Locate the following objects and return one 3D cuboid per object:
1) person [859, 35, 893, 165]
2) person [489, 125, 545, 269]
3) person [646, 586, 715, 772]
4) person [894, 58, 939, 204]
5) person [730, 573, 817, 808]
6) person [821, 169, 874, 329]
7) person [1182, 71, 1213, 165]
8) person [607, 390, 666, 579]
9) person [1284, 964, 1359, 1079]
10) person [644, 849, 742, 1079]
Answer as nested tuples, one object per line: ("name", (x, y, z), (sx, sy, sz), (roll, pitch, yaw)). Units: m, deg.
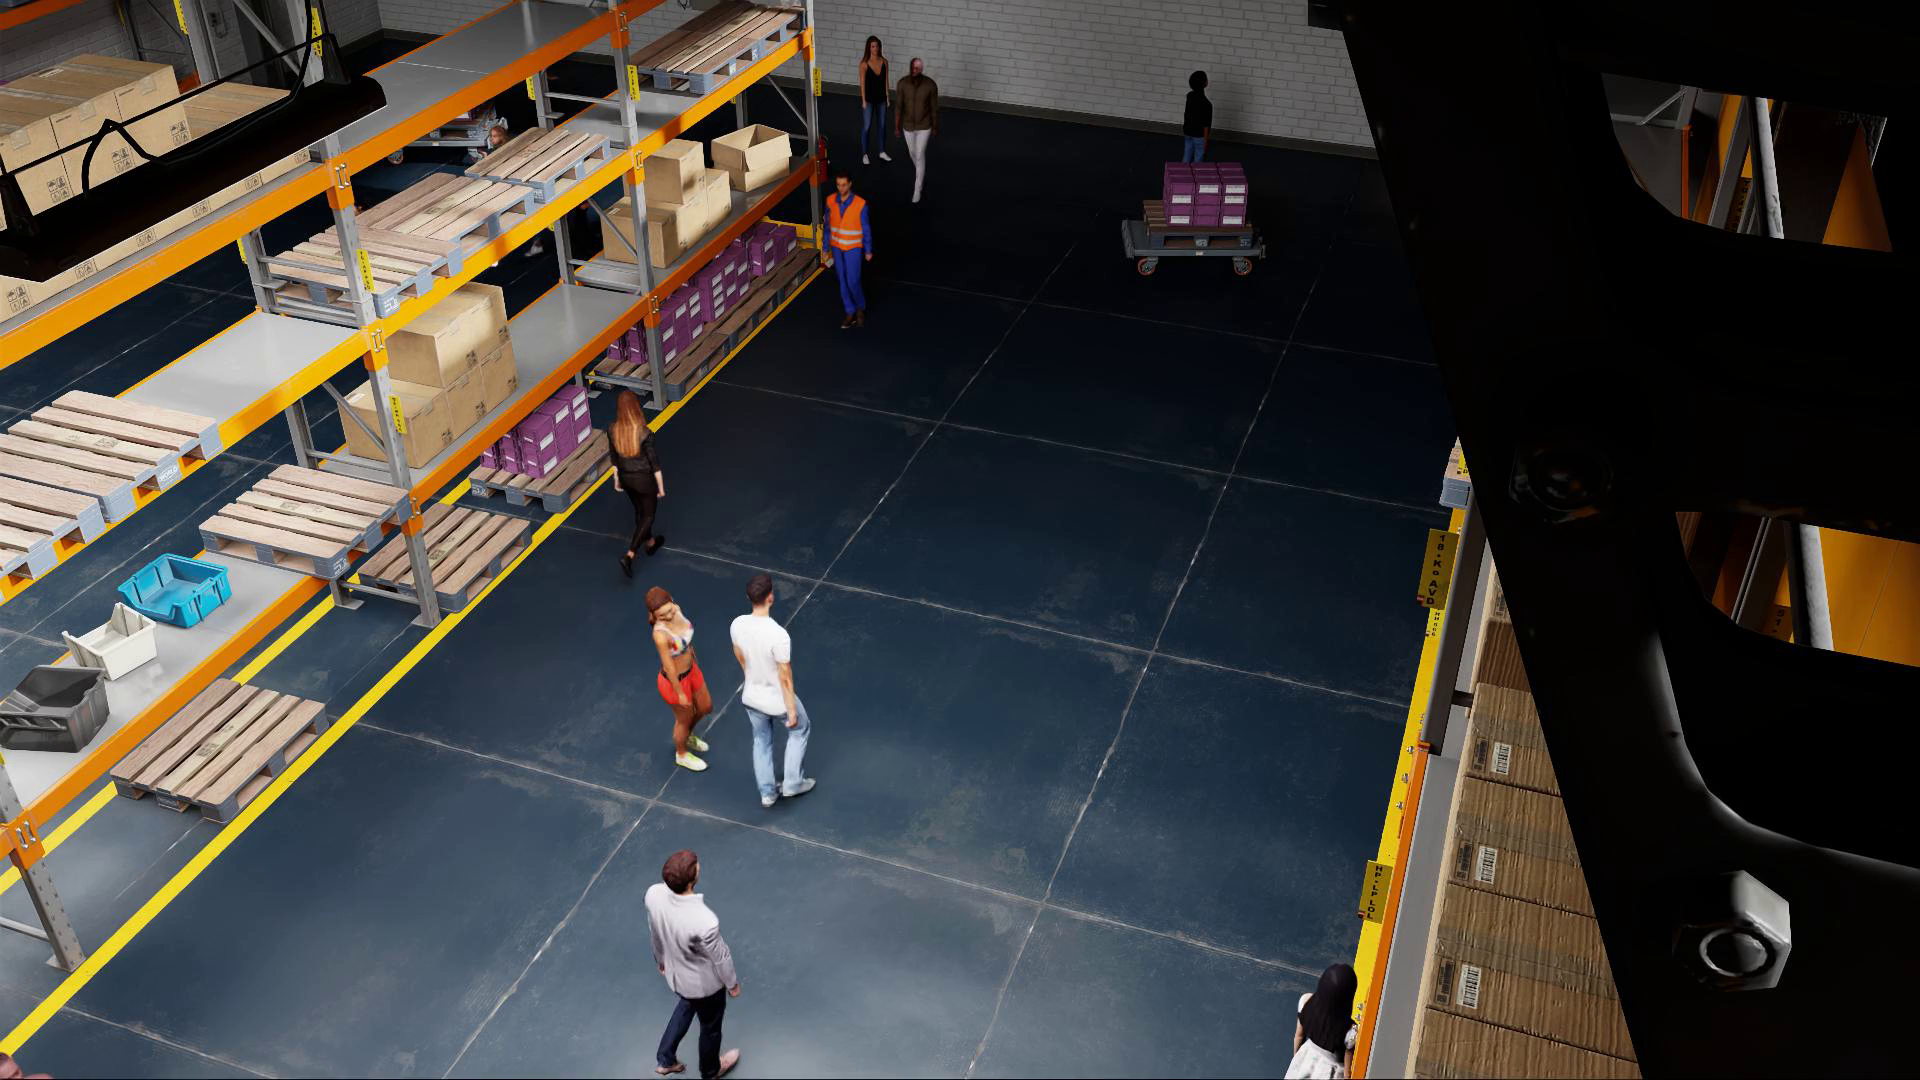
("person", (-1.164, -5.985, 22.570), (0.666, 1.723, 0.731), (-15, 37, -22))
("person", (-5.282, -4.102, 19.784), (0.907, 1.672, 1.224), (24, 41, 32))
("person", (-2.041, 1.005, 12.033), (0.764, 1.746, 0.559), (1, 34, 1))
("person", (-0.542, -5.391, 21.608), (0.857, 1.798, 1.195), (6, 34, 10))
("person", (-1.406, 1.146, 11.746), (0.807, 1.828, 0.746), (23, 40, 30))
("person", (-1.214, -3.233, 18.315), (0.674, 1.850, 0.644), (11, 35, 16))
("person", (3.030, -5.193, 21.398), (0.701, 1.701, 0.664), (-21, 39, -28))
("person", (-2.816, -0.466, 14.296), (0.599, 1.691, 1.008), (11, 35, 16))
("person", (1.963, 2.972, 9.053), (0.796, 1.769, 0.774), (-26, 41, -33))
("person", (-1.597, 2.549, 9.625), (0.802, 1.840, 0.871), (24, 40, 31))
